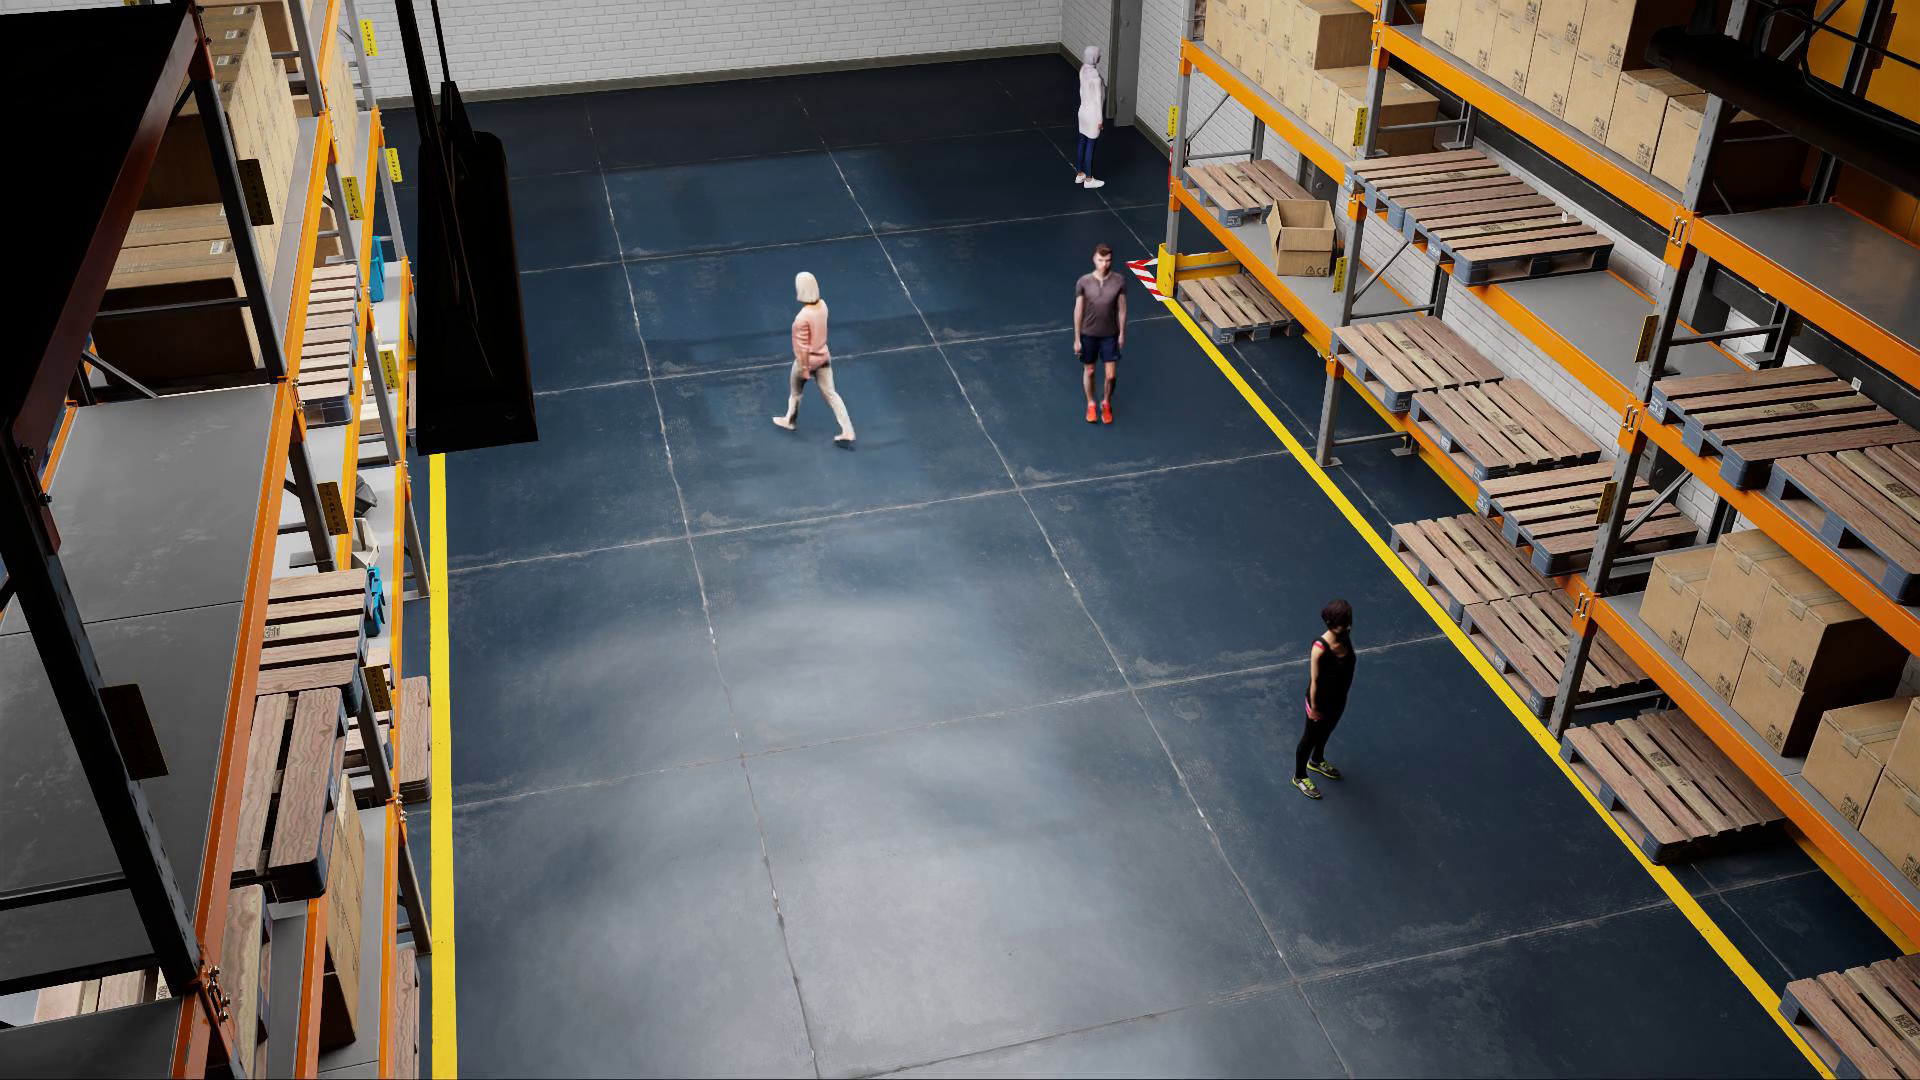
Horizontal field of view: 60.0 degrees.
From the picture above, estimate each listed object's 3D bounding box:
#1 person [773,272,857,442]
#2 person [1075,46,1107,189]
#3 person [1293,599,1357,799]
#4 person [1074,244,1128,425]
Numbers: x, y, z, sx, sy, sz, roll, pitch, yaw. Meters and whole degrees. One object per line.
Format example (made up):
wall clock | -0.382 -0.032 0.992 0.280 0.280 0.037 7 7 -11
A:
person | -1.289 -1.638 15.395 1.193 1.678 1.120 18 38 25
person | 1.621 -5.304 20.821 0.704 1.776 0.520 -15 36 -21
person | 2.524 1.055 11.455 0.652 1.553 0.624 26 42 34
person | 1.323 -1.987 15.773 0.752 1.839 0.784 3 34 4
